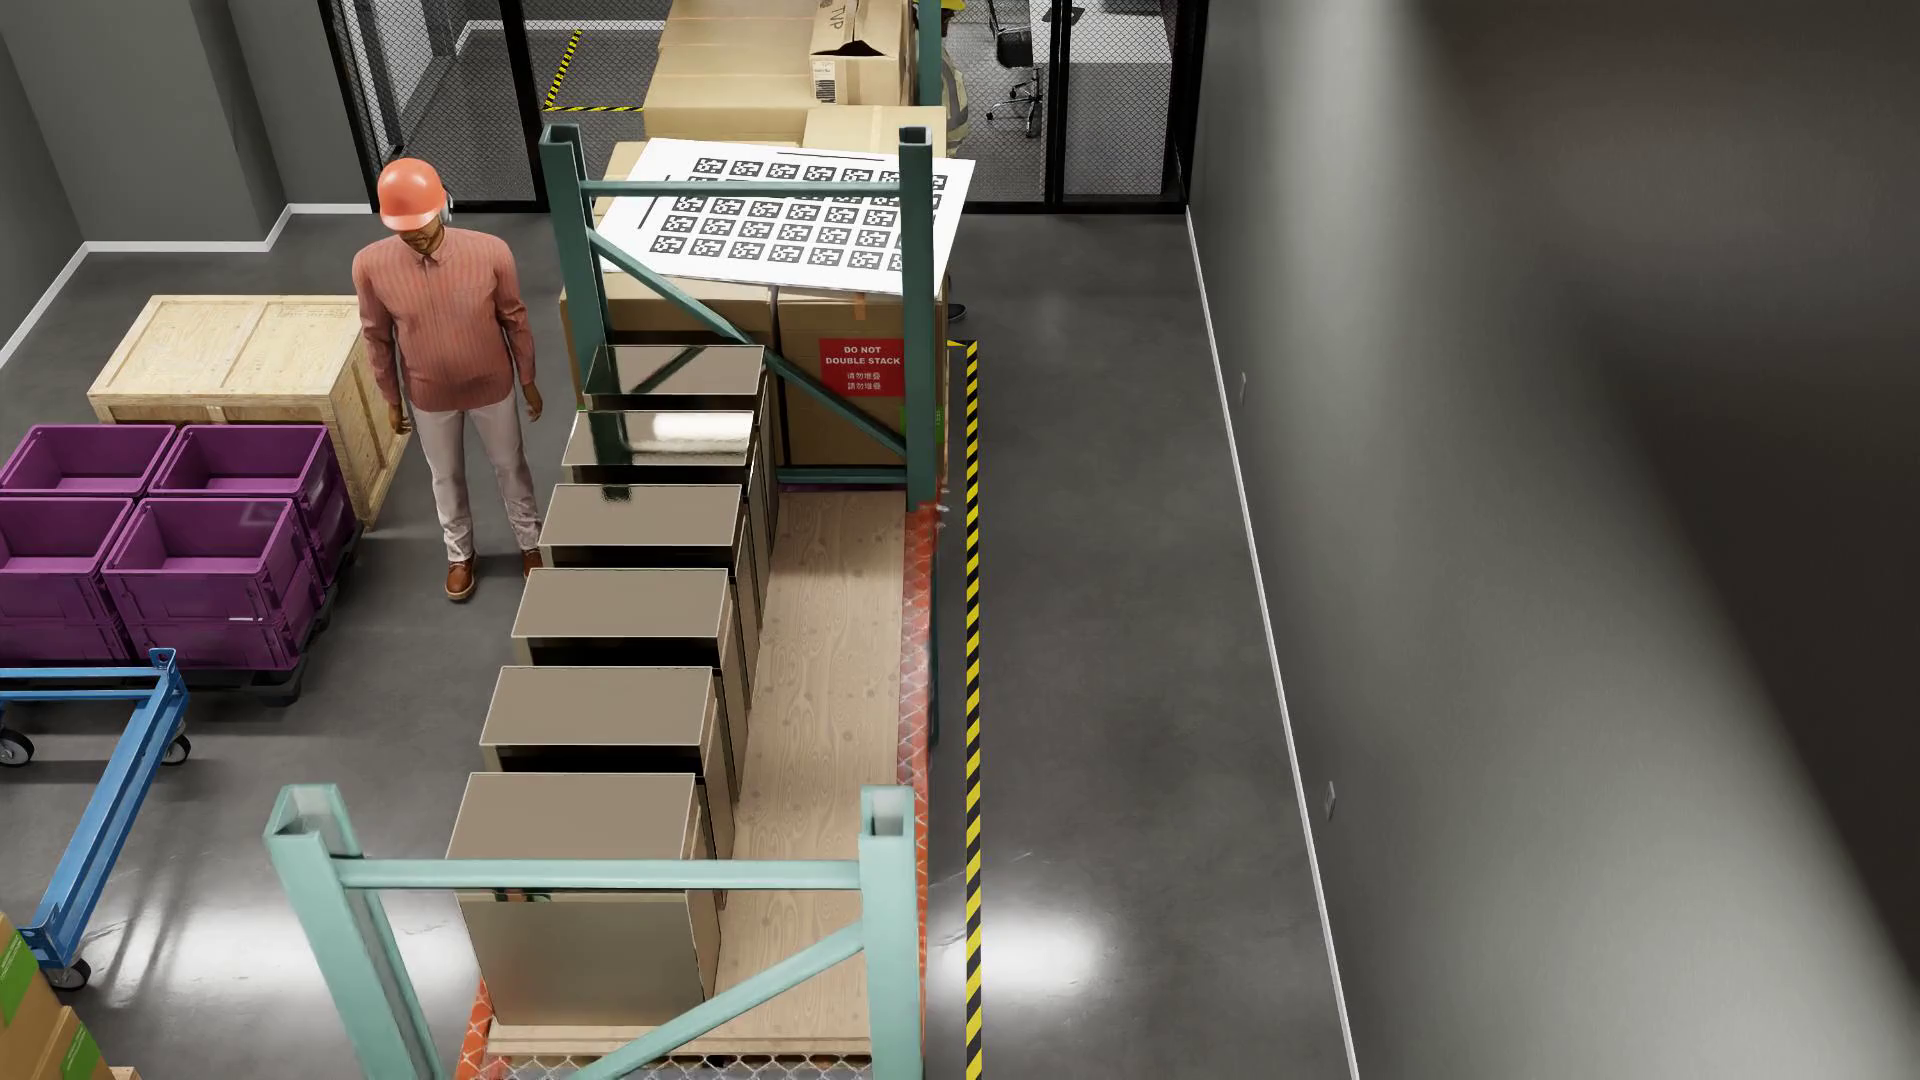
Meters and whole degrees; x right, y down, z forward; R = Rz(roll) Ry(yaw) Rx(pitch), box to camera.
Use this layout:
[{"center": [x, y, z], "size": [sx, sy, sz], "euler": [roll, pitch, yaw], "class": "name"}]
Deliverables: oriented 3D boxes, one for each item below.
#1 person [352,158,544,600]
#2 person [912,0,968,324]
[{"center": [-1.962, -0.600, 6.530], "size": [0.618, 1.993, 0.396], "euler": [-9, 42, -10], "class": "person"}, {"center": [-0.163, -1.943, 8.195], "size": [0.404, 1.821, 0.587], "euler": [-7, 42, -8], "class": "person"}]
